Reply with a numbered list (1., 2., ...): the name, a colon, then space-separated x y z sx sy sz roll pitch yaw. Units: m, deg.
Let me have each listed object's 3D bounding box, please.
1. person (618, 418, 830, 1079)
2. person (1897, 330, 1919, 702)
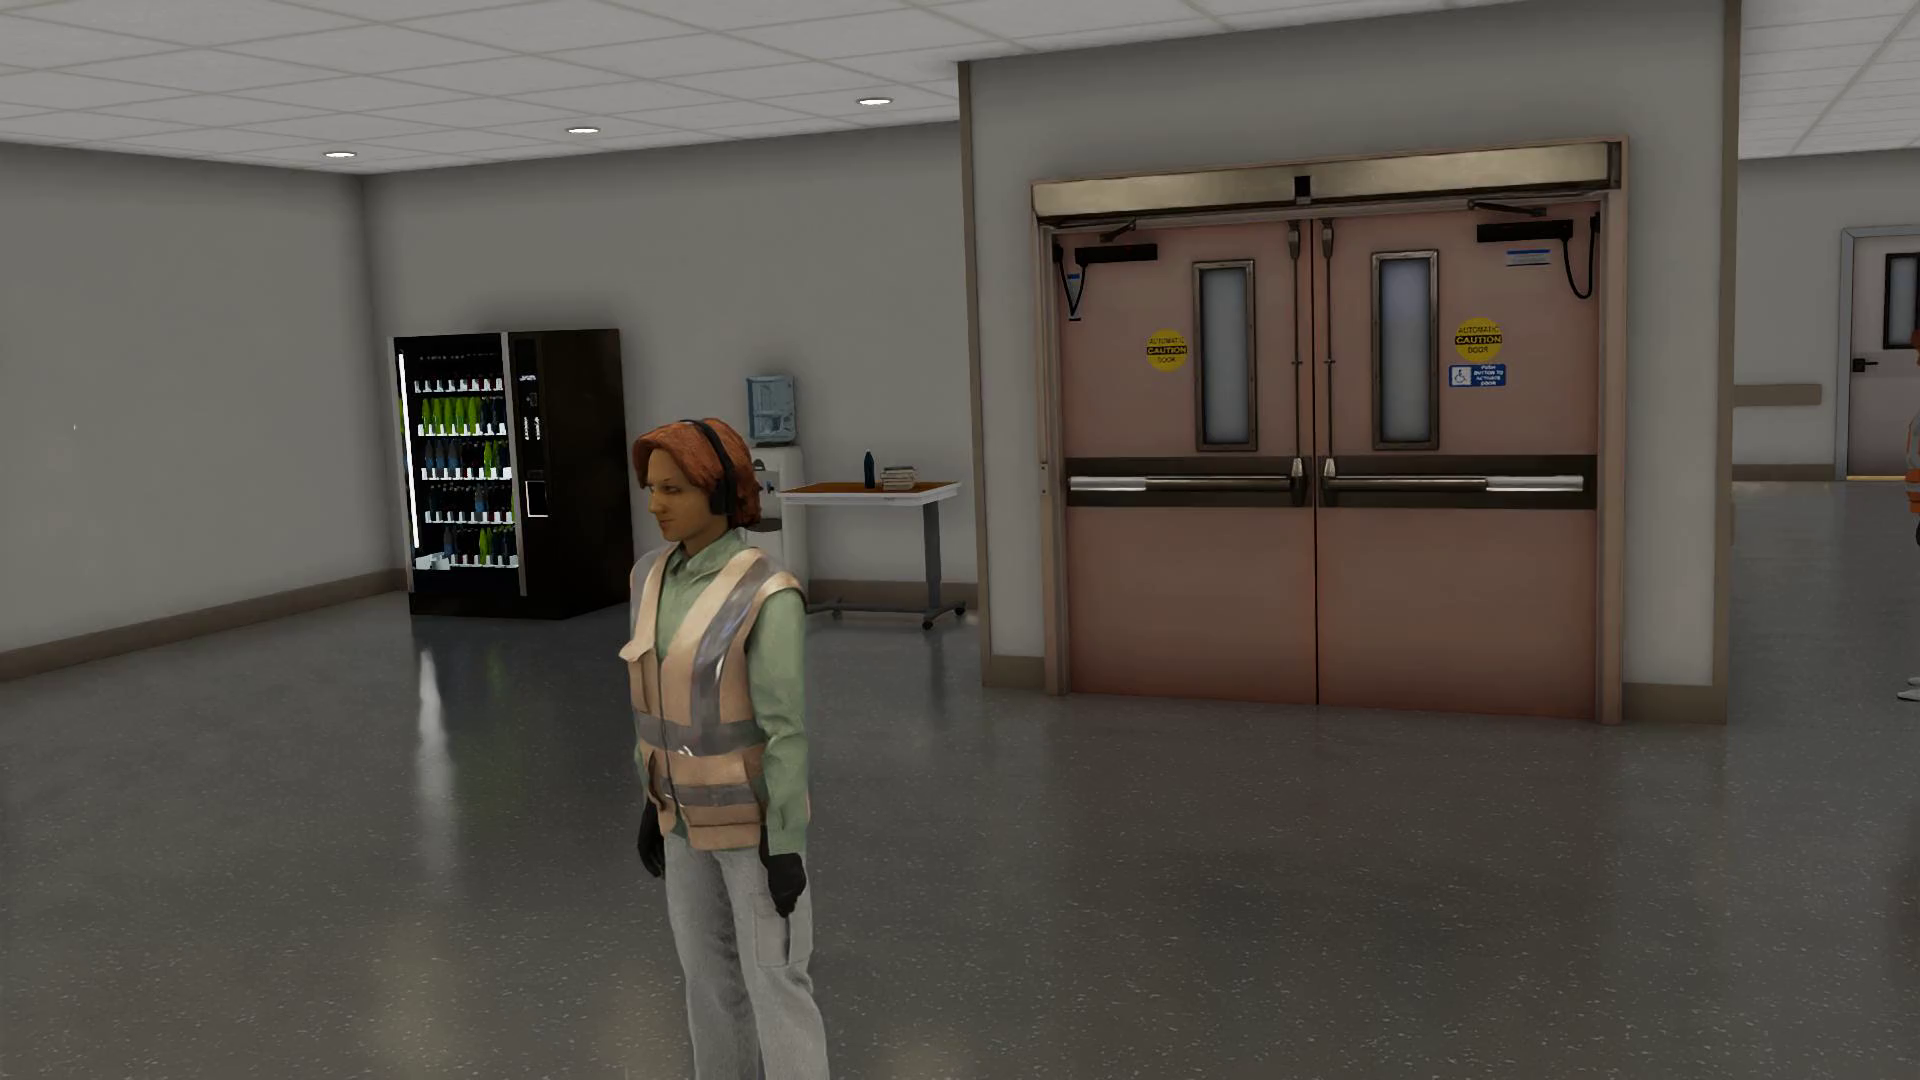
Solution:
1. person: -0.461 0.572 3.298 0.315 1.629 0.508 -9 10 -42
2. person: 4.226 -0.121 7.134 0.309 1.640 0.514 4 10 39
